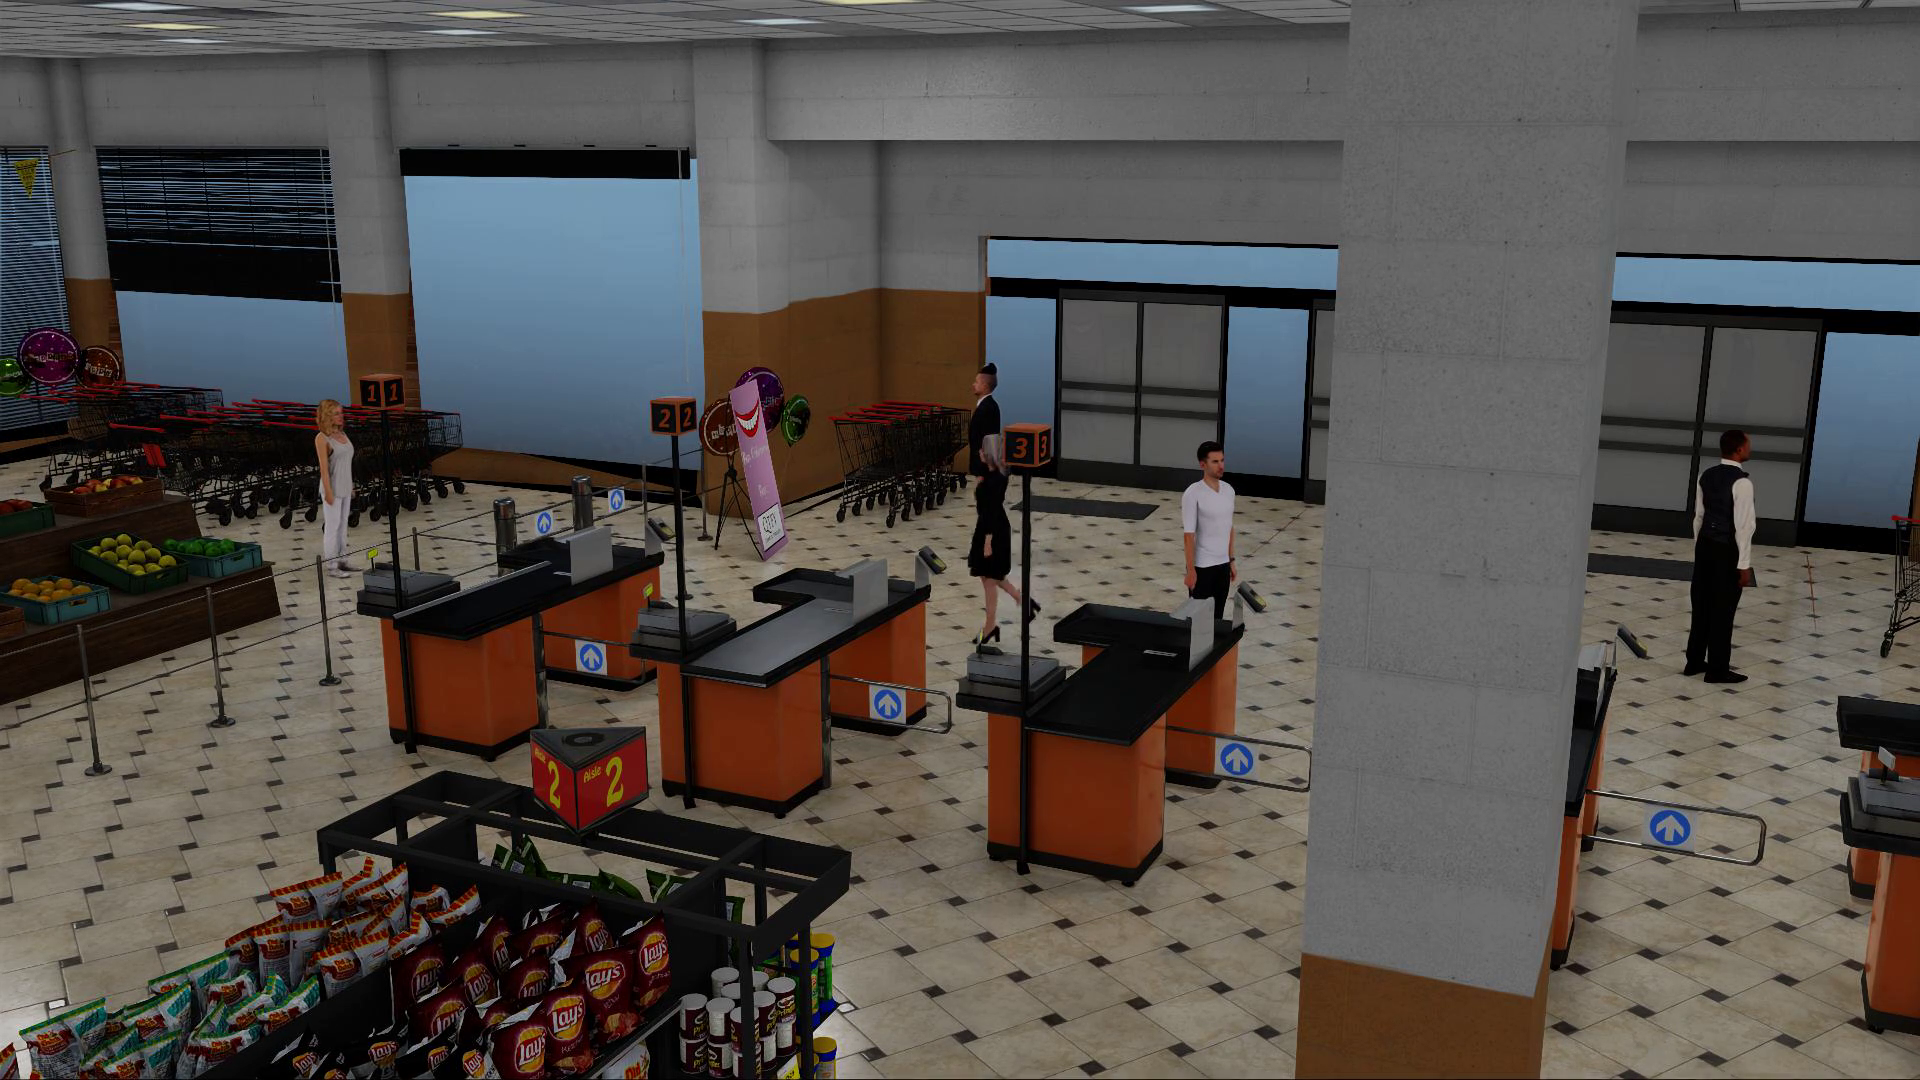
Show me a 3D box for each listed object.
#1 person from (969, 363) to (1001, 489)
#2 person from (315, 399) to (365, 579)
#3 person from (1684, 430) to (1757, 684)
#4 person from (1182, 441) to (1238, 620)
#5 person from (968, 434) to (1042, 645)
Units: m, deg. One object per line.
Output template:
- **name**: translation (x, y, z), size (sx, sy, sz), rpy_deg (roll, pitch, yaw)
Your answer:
- **person**: translation (0.265, -0.730, 15.973), size (0.851, 1.950, 0.685), rpy_deg (0, 14, 2)
- **person**: translation (-5.865, -0.498, 15.609), size (0.712, 1.670, 0.566), rpy_deg (2, 14, 10)
- **person**: translation (5.744, 0.114, 12.559), size (0.830, 1.919, 0.763), rpy_deg (-4, 14, -18)
- **person**: translation (1.858, 0.171, 12.467), size (0.673, 1.852, 0.808), rpy_deg (-11, 17, -37)
- **person**: translation (0.352, 0.007, 13.387), size (0.826, 1.737, 0.860), rpy_deg (1, 14, 3)
